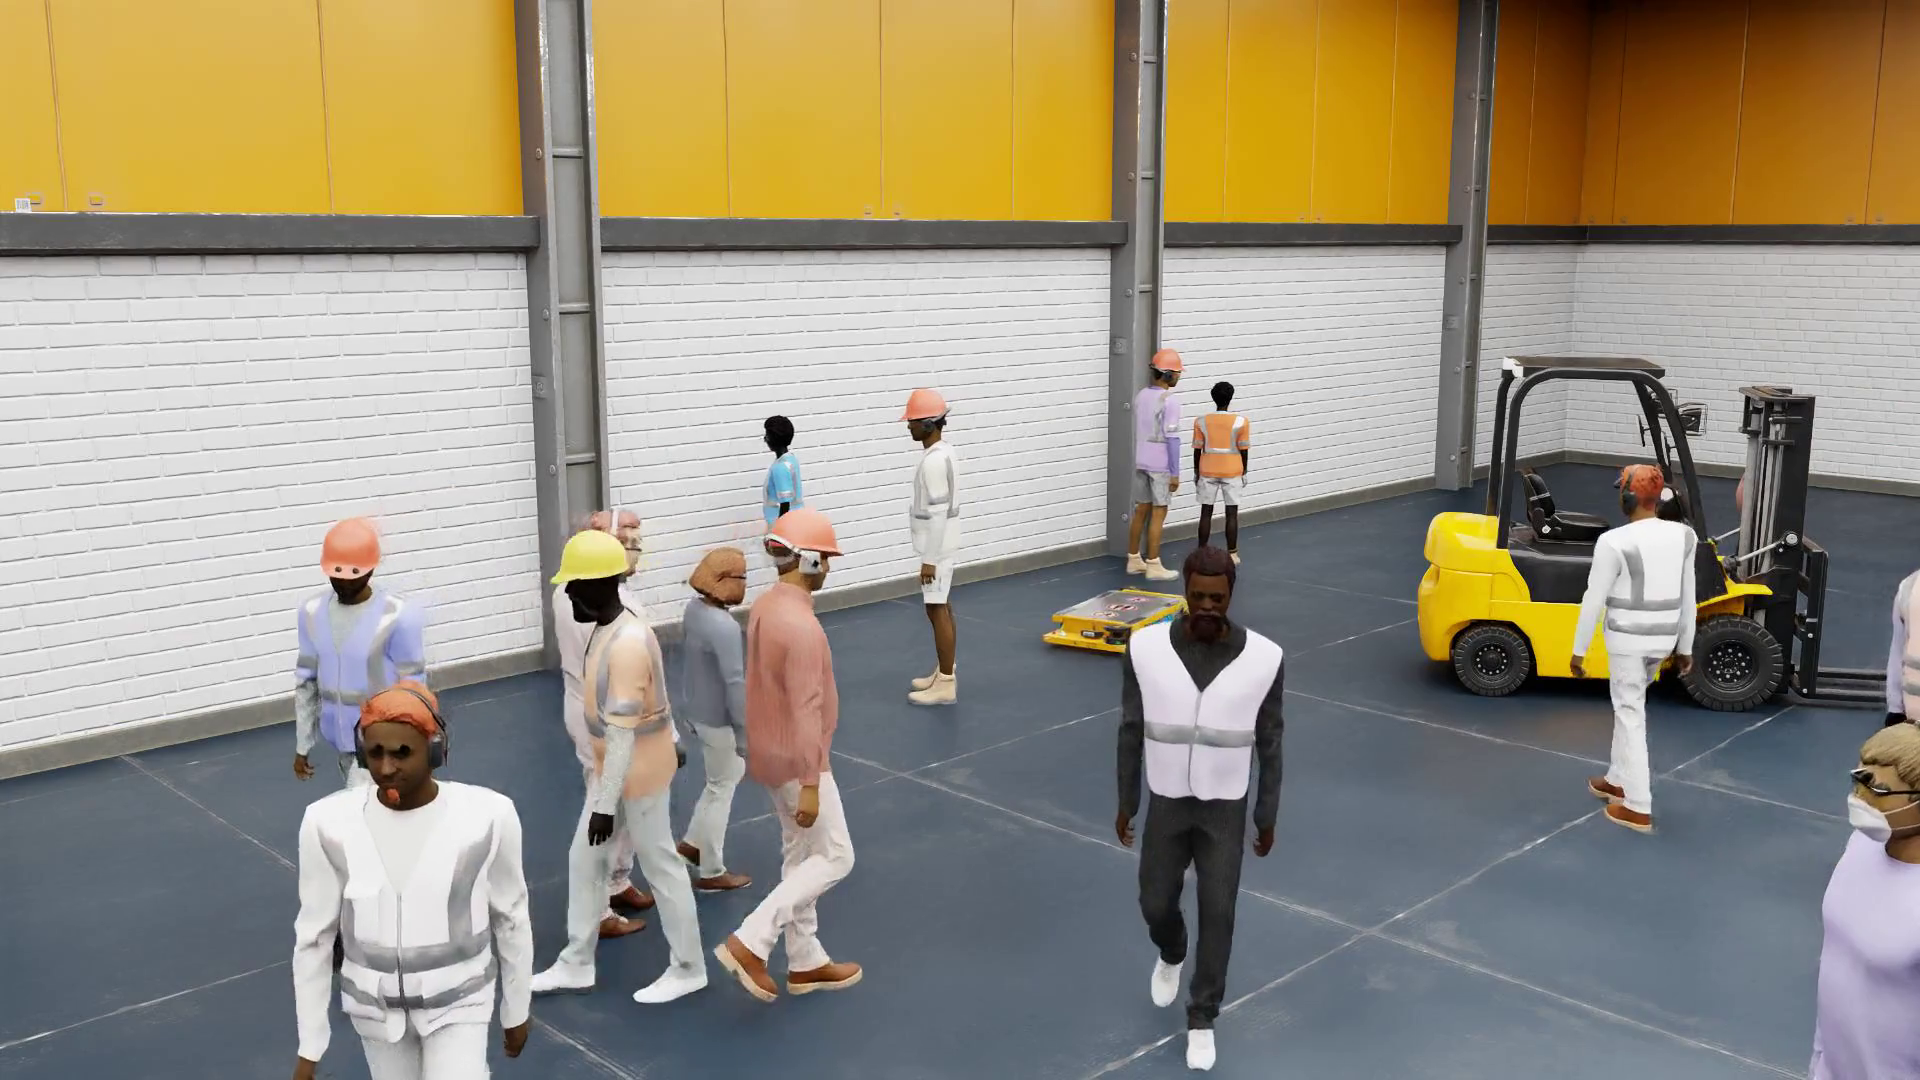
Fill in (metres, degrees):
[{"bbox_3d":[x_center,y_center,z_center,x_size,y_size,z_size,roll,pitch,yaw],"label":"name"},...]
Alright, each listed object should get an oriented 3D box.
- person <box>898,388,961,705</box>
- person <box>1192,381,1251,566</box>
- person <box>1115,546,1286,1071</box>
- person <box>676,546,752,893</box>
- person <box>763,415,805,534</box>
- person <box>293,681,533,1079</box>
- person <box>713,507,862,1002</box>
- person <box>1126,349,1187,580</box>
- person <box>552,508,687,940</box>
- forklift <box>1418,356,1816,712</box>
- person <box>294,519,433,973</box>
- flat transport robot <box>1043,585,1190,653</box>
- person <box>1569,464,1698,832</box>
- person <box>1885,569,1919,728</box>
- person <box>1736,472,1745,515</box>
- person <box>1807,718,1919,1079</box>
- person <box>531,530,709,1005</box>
[{"bbox_3d":[-0.196,0.044,10.704,0.396,2.038,0.615,1,10,4],"label":"person"},{"bbox_3d":[2.376,-0.599,15.169,0.535,1.694,0.318,4,11,20],"label":"person"},{"bbox_3d":[0.881,0.950,6.122,0.609,1.908,0.520,2,11,10],"label":"person"},{"bbox_3d":[-1.091,0.822,7.610,0.351,1.614,0.521,-6,12,-30],"label":"person"},{"bbox_3d":[-1.297,-0.079,12.302,0.320,1.698,0.537,0,10,1],"label":"person"},{"bbox_3d":[-1.448,1.301,4.357,0.577,1.848,0.857,0,10,-1],"label":"person"},{"bbox_3d":[-0.677,0.857,6.476,0.546,1.961,0.649,-5,11,-23],"label":"person"},{"bbox_3d":[1.758,-0.661,14.608,0.445,2.030,0.625,-5,12,-26],"label":"person"},{"bbox_3d":[-1.425,0.790,7.081,0.587,1.881,0.654,-6,12,-28],"label":"person"},{"bbox_3d":[4.276,-0.101,11.076,2.313,2.155,1.214,2,11,13],"label":"forklift"},{"bbox_3d":[-2.480,0.809,7.028,0.562,1.885,0.984,4,11,19],"label":"person"},{"bbox_3d":[1.249,0.584,12.588,0.652,0.197,1.431,6,12,30],"label":"flat transport robot"},{"bbox_3d":[3.413,0.525,8.587,0.607,1.854,0.762,-4,11,-19],"label":"person"},{"bbox_3d":[4.451,0.780,7.306,0.646,1.820,0.630,-2,11,-11],"label":"person"},{"bbox_3d":[5.729,-0.096,11.843,0.403,1.904,0.652,6,12,30],"label":"person"},{"bbox_3d":[2.144,1.350,3.866,0.372,1.939,0.631,1,10,4],"label":"person"},{"bbox_3d":[-1.379,0.907,6.403,0.846,1.892,0.606,-5,11,-23],"label":"person"}]
